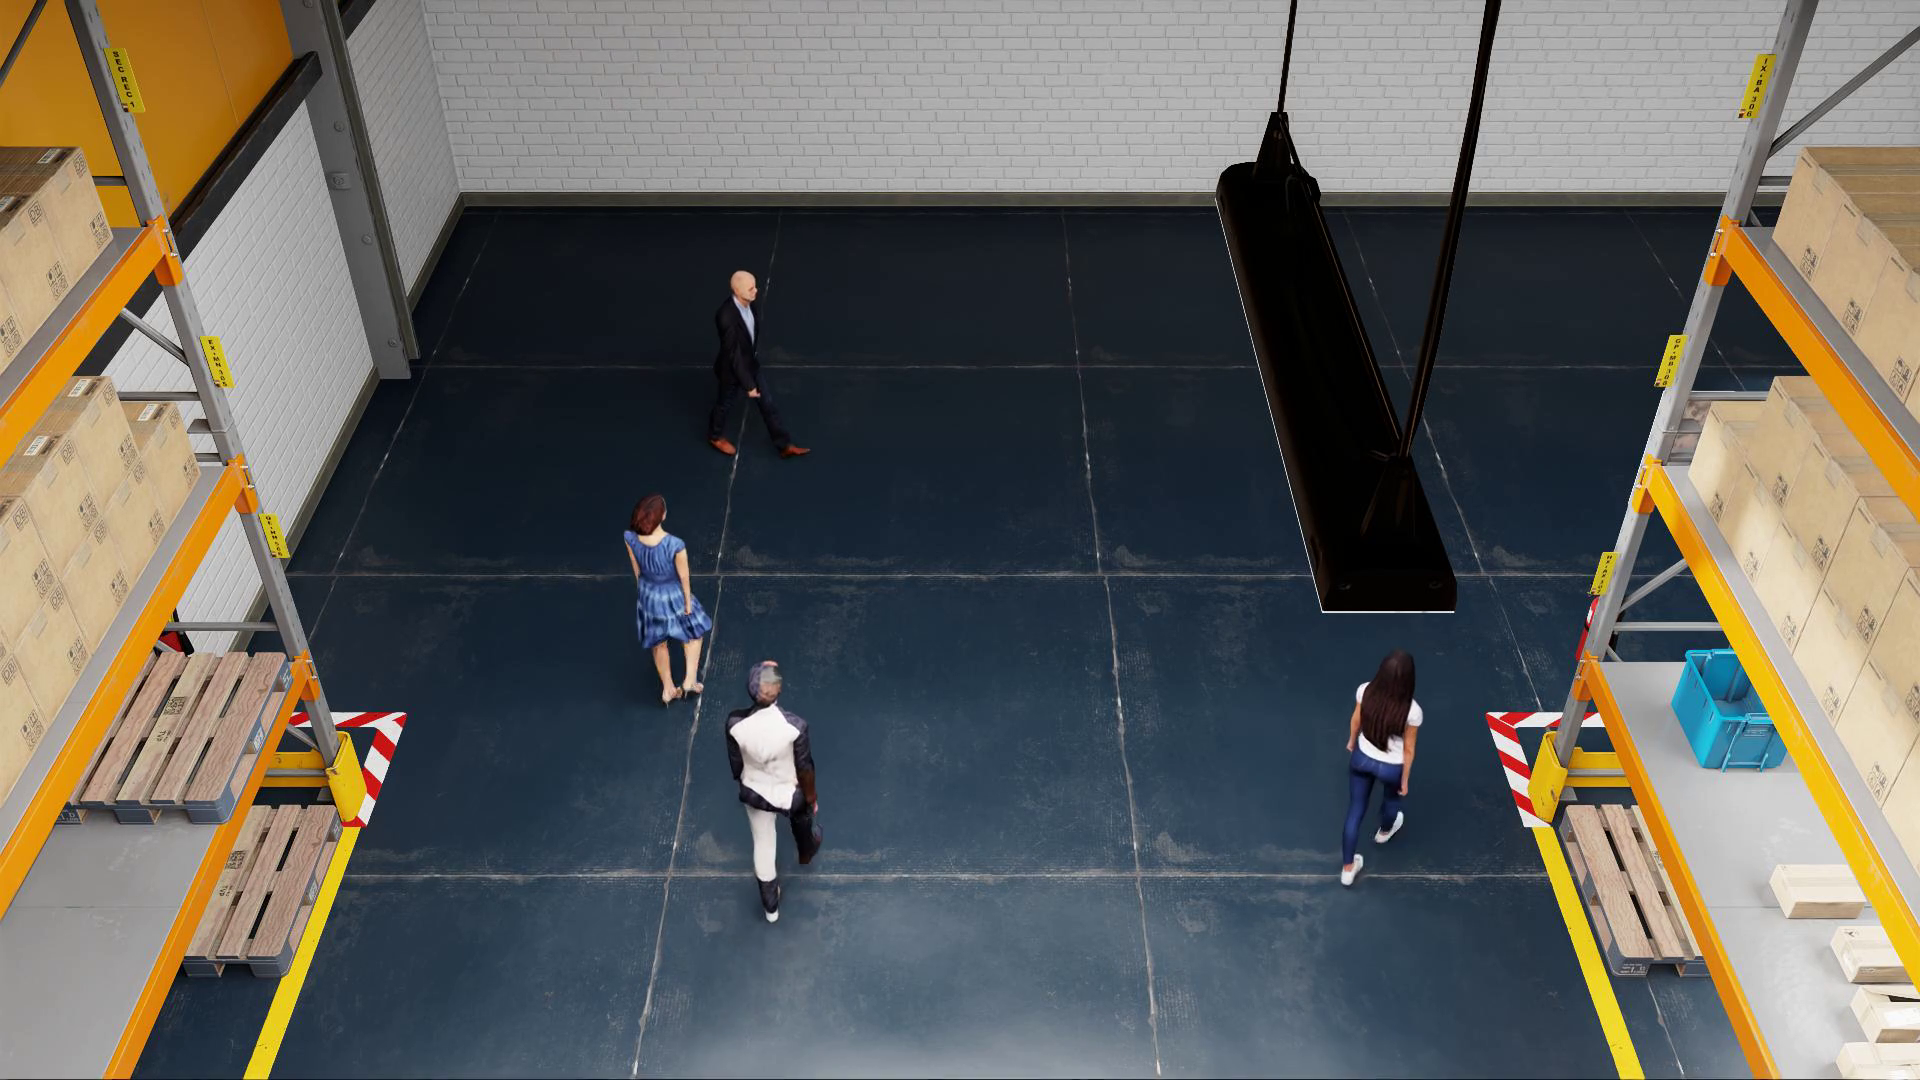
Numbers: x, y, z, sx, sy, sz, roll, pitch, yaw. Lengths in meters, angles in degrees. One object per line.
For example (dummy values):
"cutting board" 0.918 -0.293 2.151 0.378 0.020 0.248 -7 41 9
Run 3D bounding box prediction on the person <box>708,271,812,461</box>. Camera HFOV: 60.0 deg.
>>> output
"person" -1.896 -1.422 13.706 1.126 1.746 1.236 20 43 23

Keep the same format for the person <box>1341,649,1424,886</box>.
"person" 2.511 1.436 10.123 0.934 1.752 1.047 24 44 27

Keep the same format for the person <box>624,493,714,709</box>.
"person" -2.041 0.485 11.279 0.740 1.796 0.766 9 40 11

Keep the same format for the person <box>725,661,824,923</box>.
"person" -1.119 1.559 9.879 0.768 1.864 0.999 4 39 5
